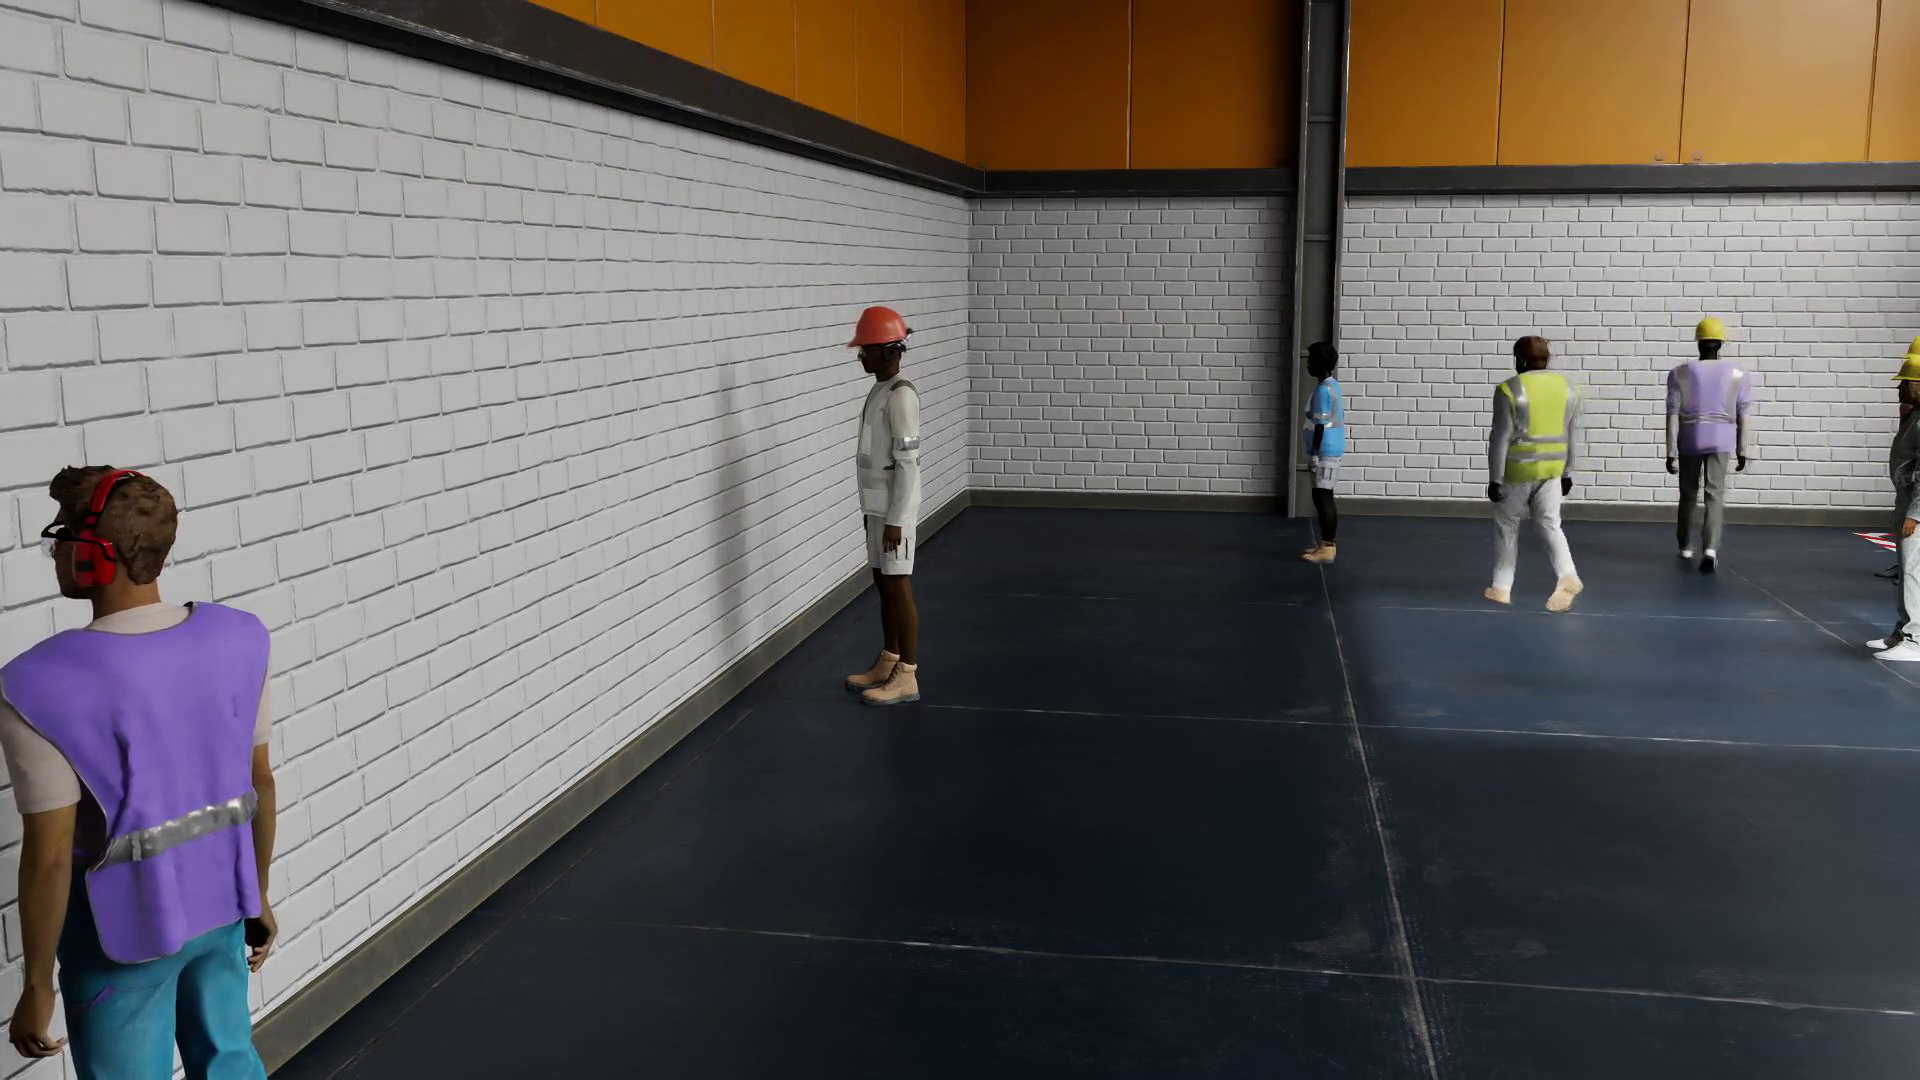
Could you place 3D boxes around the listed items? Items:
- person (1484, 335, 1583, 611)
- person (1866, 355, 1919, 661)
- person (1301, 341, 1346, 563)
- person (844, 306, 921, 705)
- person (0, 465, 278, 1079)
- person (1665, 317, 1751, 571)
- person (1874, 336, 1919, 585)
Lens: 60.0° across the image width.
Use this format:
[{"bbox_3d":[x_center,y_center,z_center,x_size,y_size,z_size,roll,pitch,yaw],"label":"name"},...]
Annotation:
[{"bbox_3d":[3.793,-0.434,10.915,0.649,1.819,0.809,-2,9,-12],"label":"person"},{"bbox_3d":[5.431,-0.180,9.518,0.296,1.745,0.485,4,10,24],"label":"person"},{"bbox_3d":[2.783,-0.668,12.732,0.319,1.692,0.534,3,10,19],"label":"person"},{"bbox_3d":[-0.392,-0.176,8.574,0.374,2.043,0.608,-3,10,-16],"label":"person"},{"bbox_3d":[-1.580,0.772,3.282,0.380,1.849,0.570,4,10,26],"label":"person"},{"bbox_3d":[5.598,-0.722,12.483,0.597,1.892,0.984,3,10,18],"label":"person"},{"bbox_3d":[6.784,-0.558,11.798,0.311,1.769,0.522,2,9,9],"label":"person"}]
